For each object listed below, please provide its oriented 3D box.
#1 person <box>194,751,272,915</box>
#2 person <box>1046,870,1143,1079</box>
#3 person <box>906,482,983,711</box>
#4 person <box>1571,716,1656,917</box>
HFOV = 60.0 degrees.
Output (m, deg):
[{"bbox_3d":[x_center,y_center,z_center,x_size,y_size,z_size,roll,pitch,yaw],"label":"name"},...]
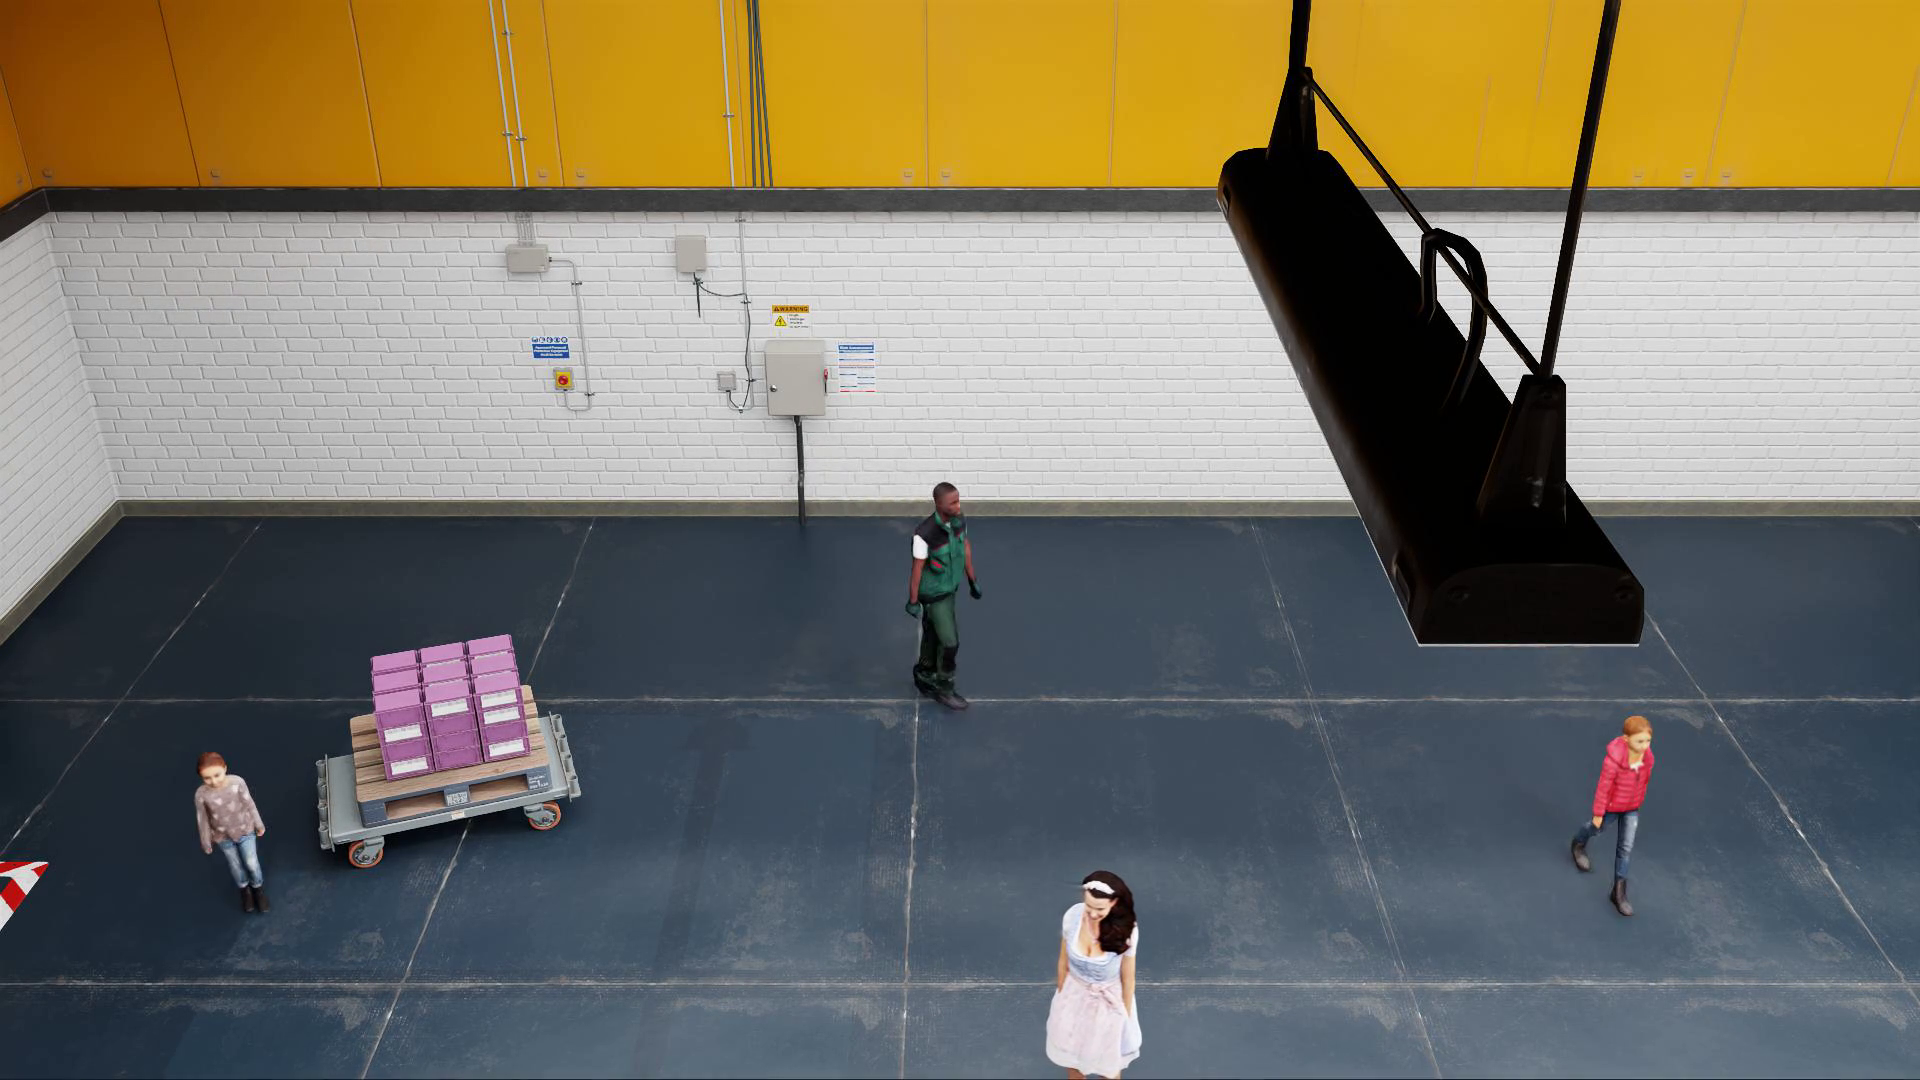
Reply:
[{"bbox_3d":[-4.493,1.762,10.270,0.587,1.185,0.603,-12,31,-21],"label":"person"},{"bbox_3d":[0.686,2.384,8.482,0.811,1.805,0.854,12,31,21],"label":"person"},{"bbox_3d":[-0.236,0.356,12.196,0.939,1.810,0.895,16,32,27],"label":"person"},{"bbox_3d":[4.071,1.630,10.406,0.592,1.288,0.945,-4,29,-7],"label":"person"}]
